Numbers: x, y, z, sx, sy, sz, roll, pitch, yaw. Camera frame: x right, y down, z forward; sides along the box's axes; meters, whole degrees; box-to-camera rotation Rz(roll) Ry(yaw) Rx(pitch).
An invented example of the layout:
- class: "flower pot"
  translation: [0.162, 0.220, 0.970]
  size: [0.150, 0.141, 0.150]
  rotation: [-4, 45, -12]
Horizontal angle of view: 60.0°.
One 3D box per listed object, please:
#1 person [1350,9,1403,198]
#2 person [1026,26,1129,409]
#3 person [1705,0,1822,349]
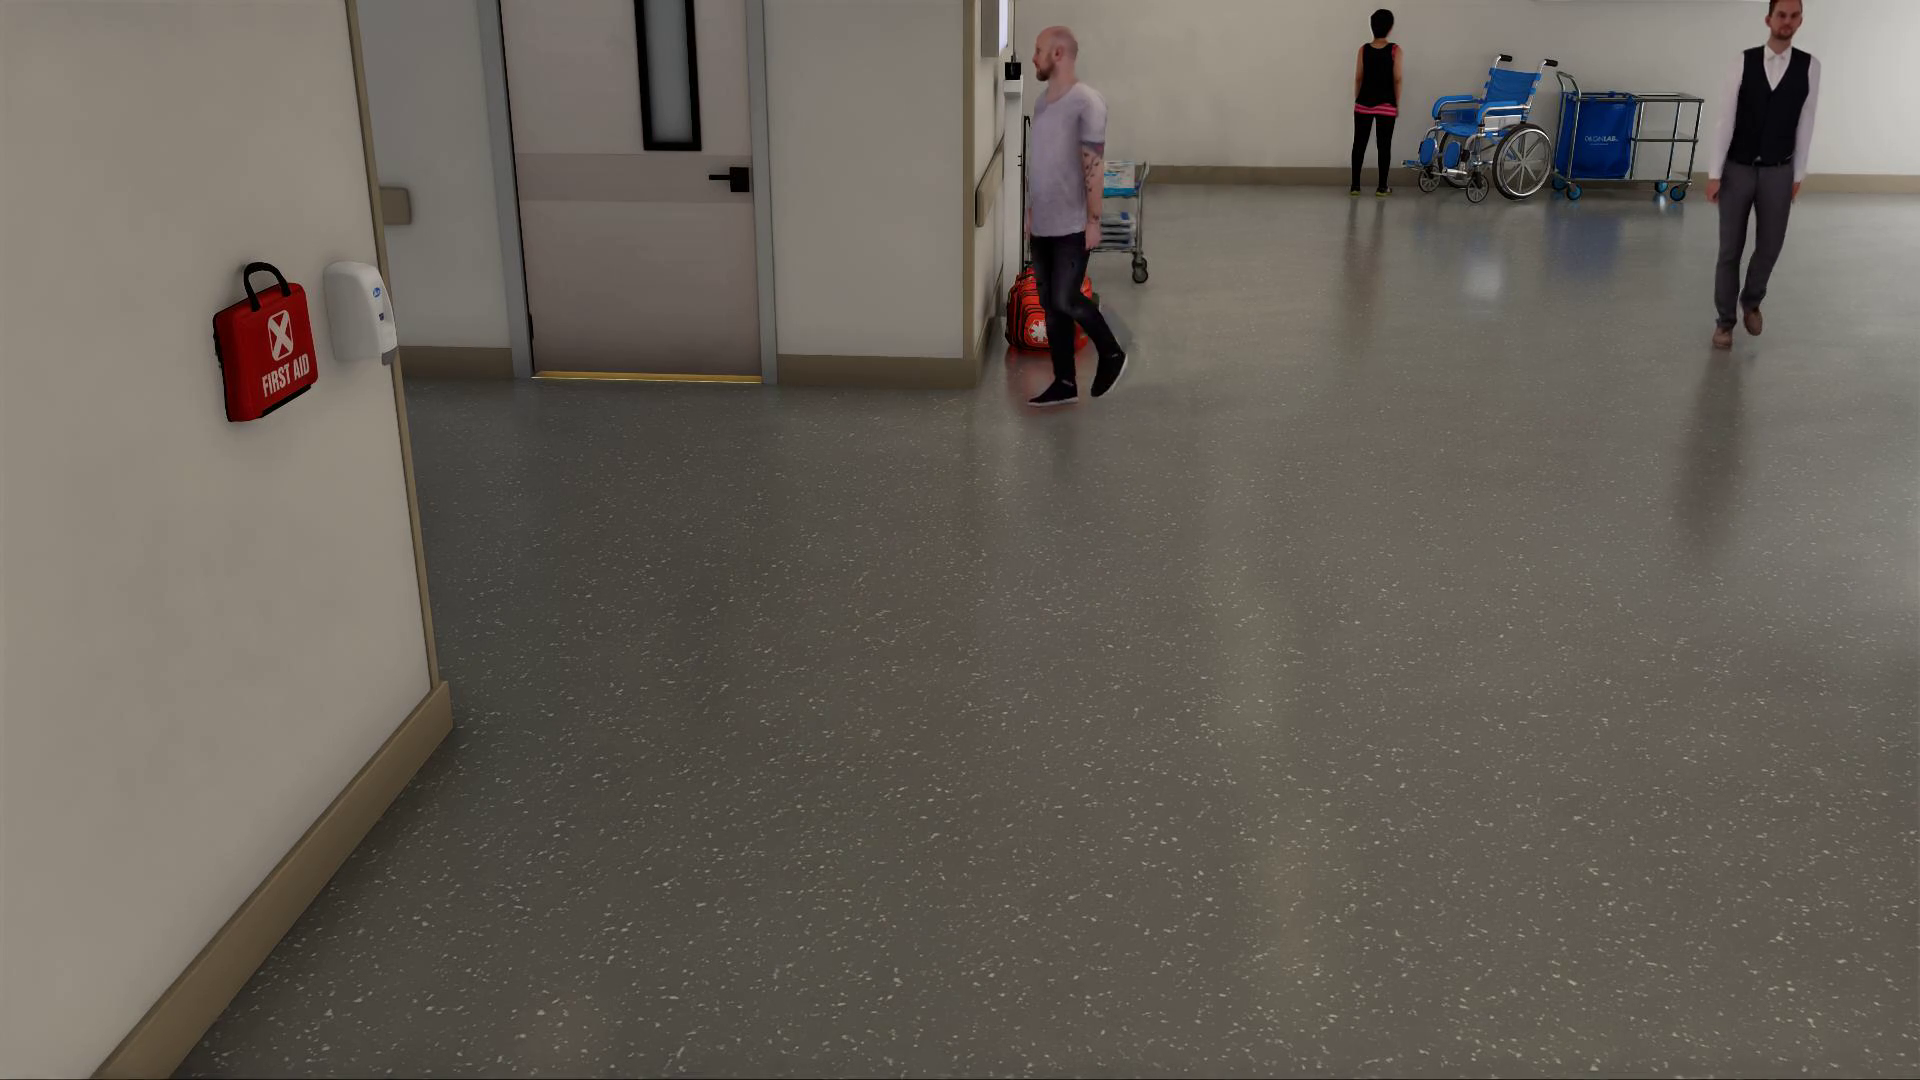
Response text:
- class: "person"
  translation: [3.574, -3.754, 14.289]
  size: [0.606, 1.553, 0.602]
  rotation: [9, 23, 23]
- class: "person"
  translation: [0.579, -1.543, 8.078]
  size: [0.935, 1.818, 0.870]
  rotation: [-14, 25, -32]
- class: "person"
  translation: [4.440, -2.065, 9.307]
  size: [0.753, 1.923, 0.792]
  rotation: [8, 22, 20]
